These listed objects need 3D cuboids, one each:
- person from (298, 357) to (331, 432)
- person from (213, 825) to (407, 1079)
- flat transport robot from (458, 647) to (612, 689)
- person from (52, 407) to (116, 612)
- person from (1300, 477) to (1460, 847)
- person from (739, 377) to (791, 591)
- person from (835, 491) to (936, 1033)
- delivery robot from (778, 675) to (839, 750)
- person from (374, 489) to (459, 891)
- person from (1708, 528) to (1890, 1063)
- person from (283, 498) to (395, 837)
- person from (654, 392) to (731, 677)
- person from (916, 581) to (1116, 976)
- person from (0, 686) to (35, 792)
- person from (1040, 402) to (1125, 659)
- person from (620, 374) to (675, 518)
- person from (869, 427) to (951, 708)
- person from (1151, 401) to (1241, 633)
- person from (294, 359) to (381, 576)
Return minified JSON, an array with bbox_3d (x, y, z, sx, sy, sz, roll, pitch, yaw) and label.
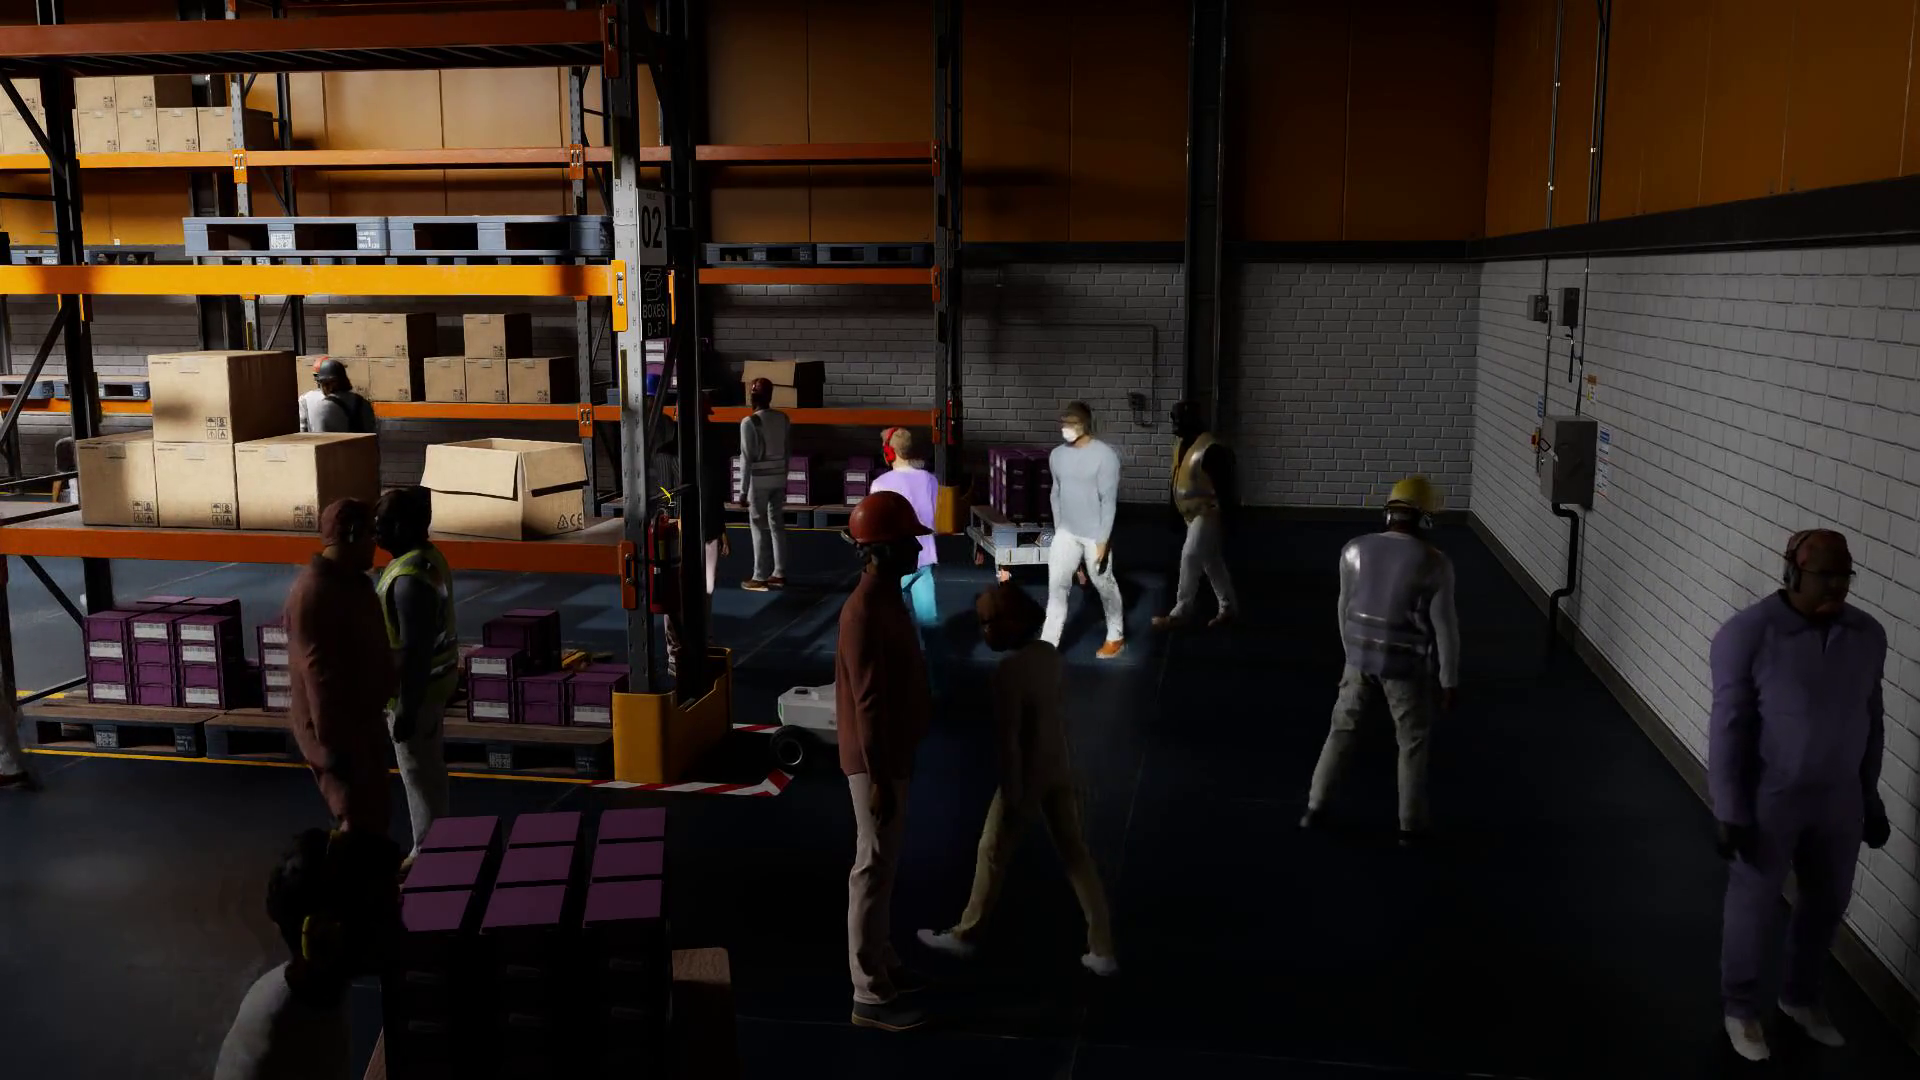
[{"bbox_3d":[-6.423,-0.891,16.934,0.542,1.938,0.358,1,9,6],"label":"person"},{"bbox_3d":[-1.348,1.412,3.074,0.932,1.814,0.514,-3,10,-17],"label":"person"},{"bbox_3d":[-3.095,0.877,11.120,1.431,0.197,0.652,2,9,10],"label":"flat transport robot"},{"bbox_3d":[-6.894,-0.217,13.117,0.945,1.828,0.516,7,12,37],"label":"person"},{"bbox_3d":[2.058,0.600,8.106,0.761,1.806,0.540,7,12,38],"label":"person"},{"bbox_3d":[-1.716,-0.491,14.641,0.347,1.875,0.590,7,12,39],"label":"person"},{"bbox_3d":[-0.276,0.809,6.203,0.376,1.997,0.612,0,9,3],"label":"person"},{"bbox_3d":[-0.648,0.973,9.354,0.707,0.478,0.477,3,10,16],"label":"delivery robot"},{"bbox_3d":[-2.459,0.686,7.437,0.429,1.842,0.630,-3,9,-15],"label":"person"},{"bbox_3d":[2.994,0.900,5.933,0.664,1.908,0.403,-1,9,-5],"label":"person"},{"bbox_3d":[-2.472,0.768,6.827,0.485,1.873,0.696,0,9,-3],"label":"person"},{"bbox_3d":[-1.837,-0.048,11.523,0.378,1.995,0.609,7,11,37],"label":"person"},{"bbox_3d":[0.266,0.946,6.623,0.839,1.584,0.579,6,11,33],"label":"person"},{"bbox_3d":[-5.483,0.446,8.828,1.039,1.884,0.652,1,9,9],"label":"person"},{"bbox_3d":[0.869,-0.037,11.802,0.644,1.889,1.020,8,12,39],"label":"person"},{"bbox_3d":[-2.593,-0.431,14.044,0.406,1.946,0.608,5,11,29],"label":"person"},{"bbox_3d":[-0.407,0.162,10.818,0.576,1.791,0.955,-8,12,-41],"label":"person"},{"bbox_3d":[1.843,-0.177,12.941,0.900,1.792,0.650,-2,9,-15],"label":"person"},{"bbox_3d":[-5.761,-0.686,15.343,0.972,2.000,0.699,5,11,31],"label":"person"}]
